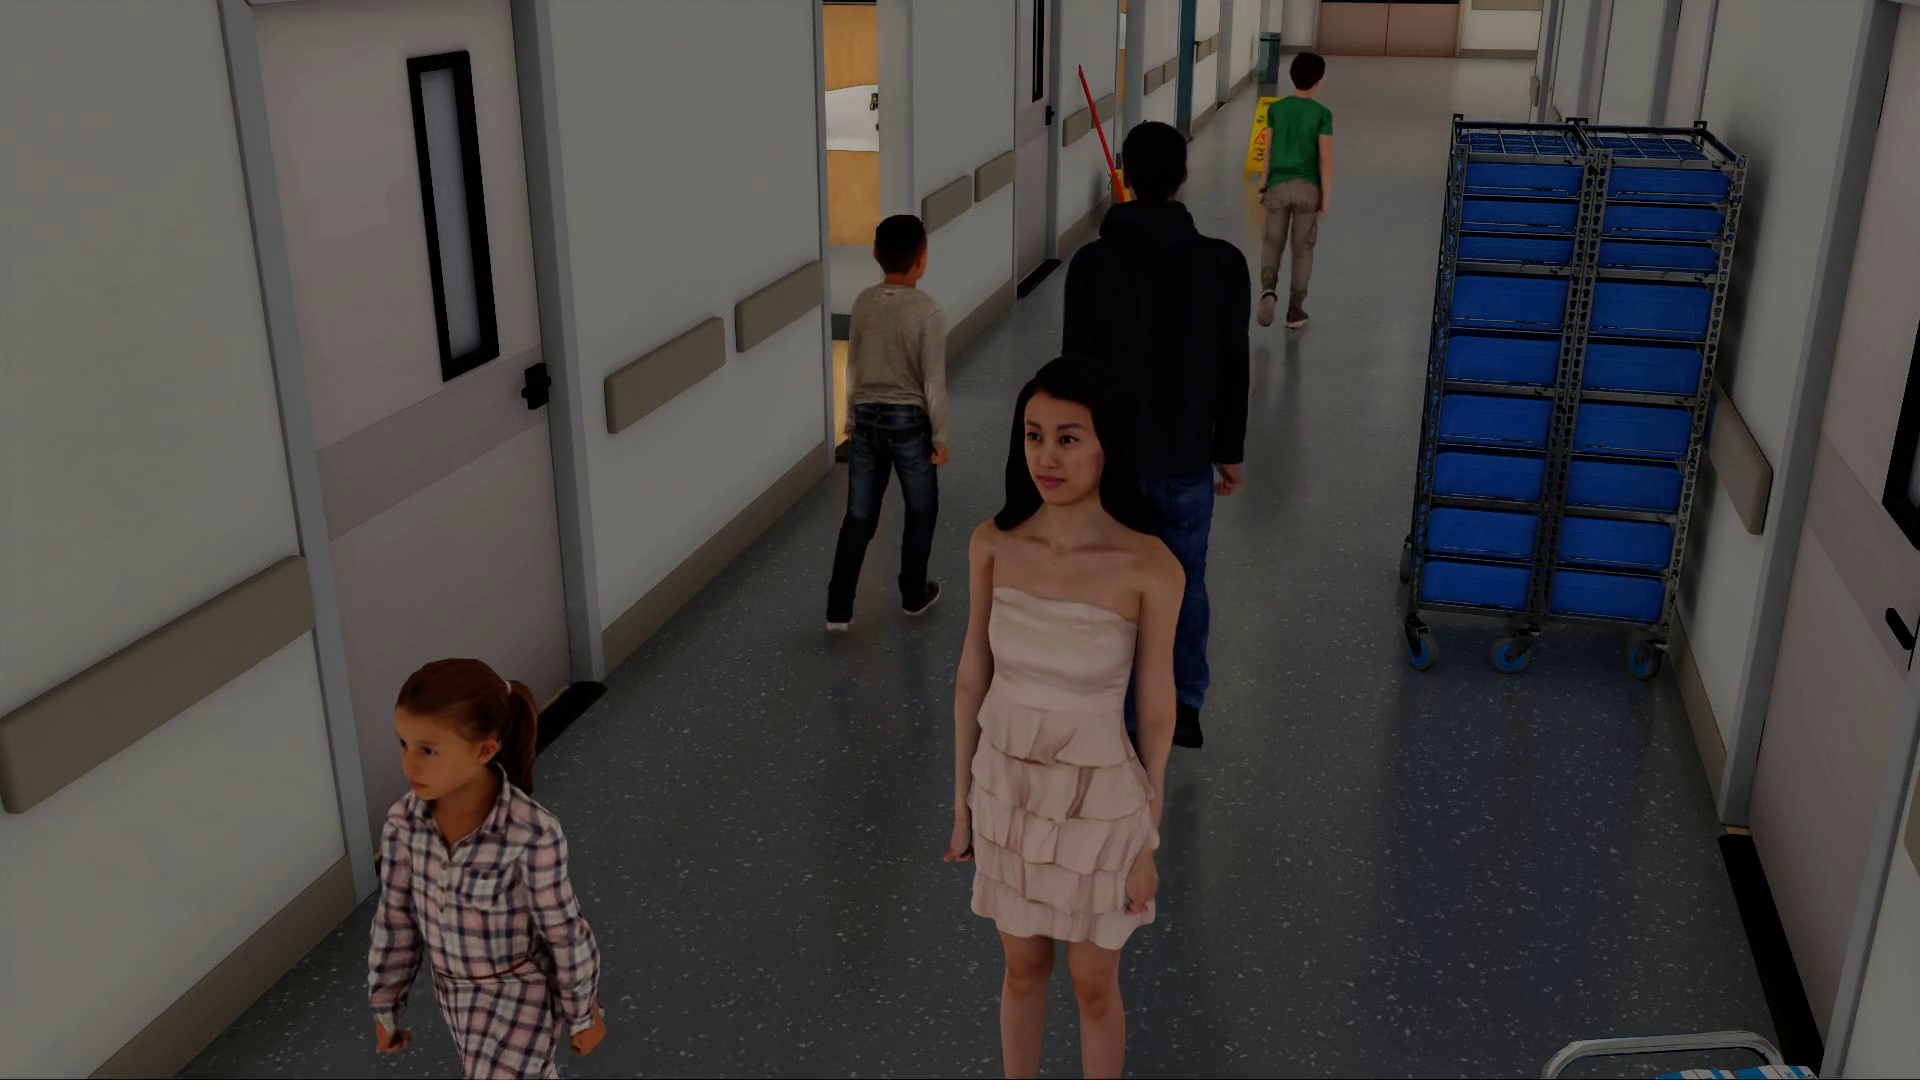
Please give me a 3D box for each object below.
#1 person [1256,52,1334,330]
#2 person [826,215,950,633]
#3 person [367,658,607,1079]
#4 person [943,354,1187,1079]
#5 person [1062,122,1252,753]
[{"bbox_3d":[1.961,-2.043,9.900,0.679,1.636,0.910,9,23,23],"label":"person"},{"bbox_3d":[-0.266,-0.358,5.748,0.649,1.425,0.826,9,22,22],"label":"person"},{"bbox_3d":[-0.766,0.779,2.953,0.649,1.278,0.910,10,23,24],"label":"person"},{"bbox_3d":[0.193,0.508,3.024,0.611,1.736,0.584,10,23,25],"label":"person"},{"bbox_3d":[0.544,-0.200,4.688,0.812,1.881,0.881,-1,21,-2],"label":"person"}]
